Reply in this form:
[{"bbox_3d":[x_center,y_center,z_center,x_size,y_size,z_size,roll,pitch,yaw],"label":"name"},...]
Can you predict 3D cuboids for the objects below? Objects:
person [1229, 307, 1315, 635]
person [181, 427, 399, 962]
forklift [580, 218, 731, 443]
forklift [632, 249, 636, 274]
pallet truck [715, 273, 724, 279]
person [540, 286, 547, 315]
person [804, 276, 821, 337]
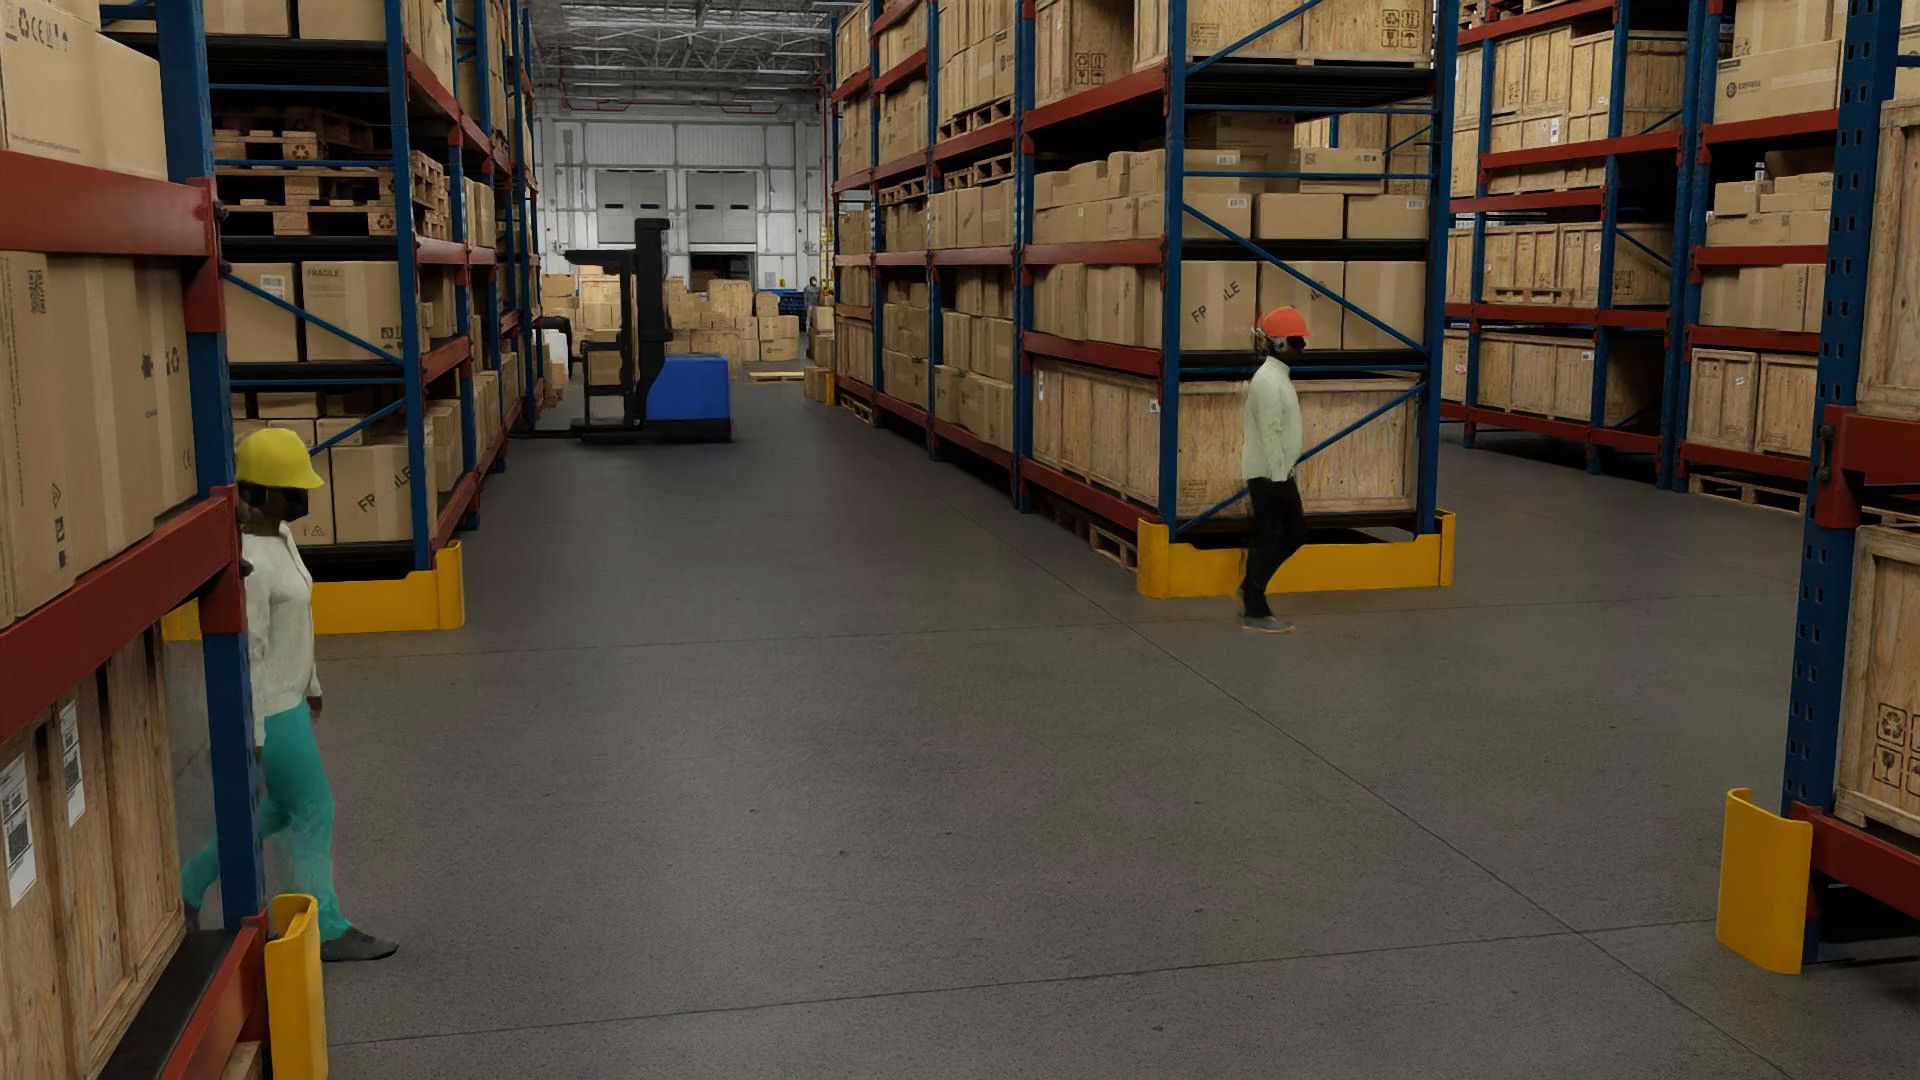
[{"bbox_3d":[1.903,-0.405,10.009,0.421,1.980,0.612,3,10,19],"label":"person"},{"bbox_3d":[-2.190,0.505,5.209,0.654,1.734,0.537,-3,10,-15],"label":"person"},{"bbox_3d":[-3.910,-2.677,21.141,1.873,2.768,1.129,-2,10,-12],"label":"forklift"},{"bbox_3d":[-10.652,-8.274,55.253,1.873,2.768,1.129,-1,9,-5],"label":"forklift"},{"bbox_3d":[-8.580,-8.986,62.280,1.885,1.965,0.823,1,9,5],"label":"pallet truck"},{"bbox_3d":[-15.125,-8.389,59.835,0.805,1.591,0.536,8,12,40],"label":"person"},{"bbox_3d":[-4.716,-7.492,53.355,0.628,1.940,0.377,-7,11,-36],"label":"person"}]
